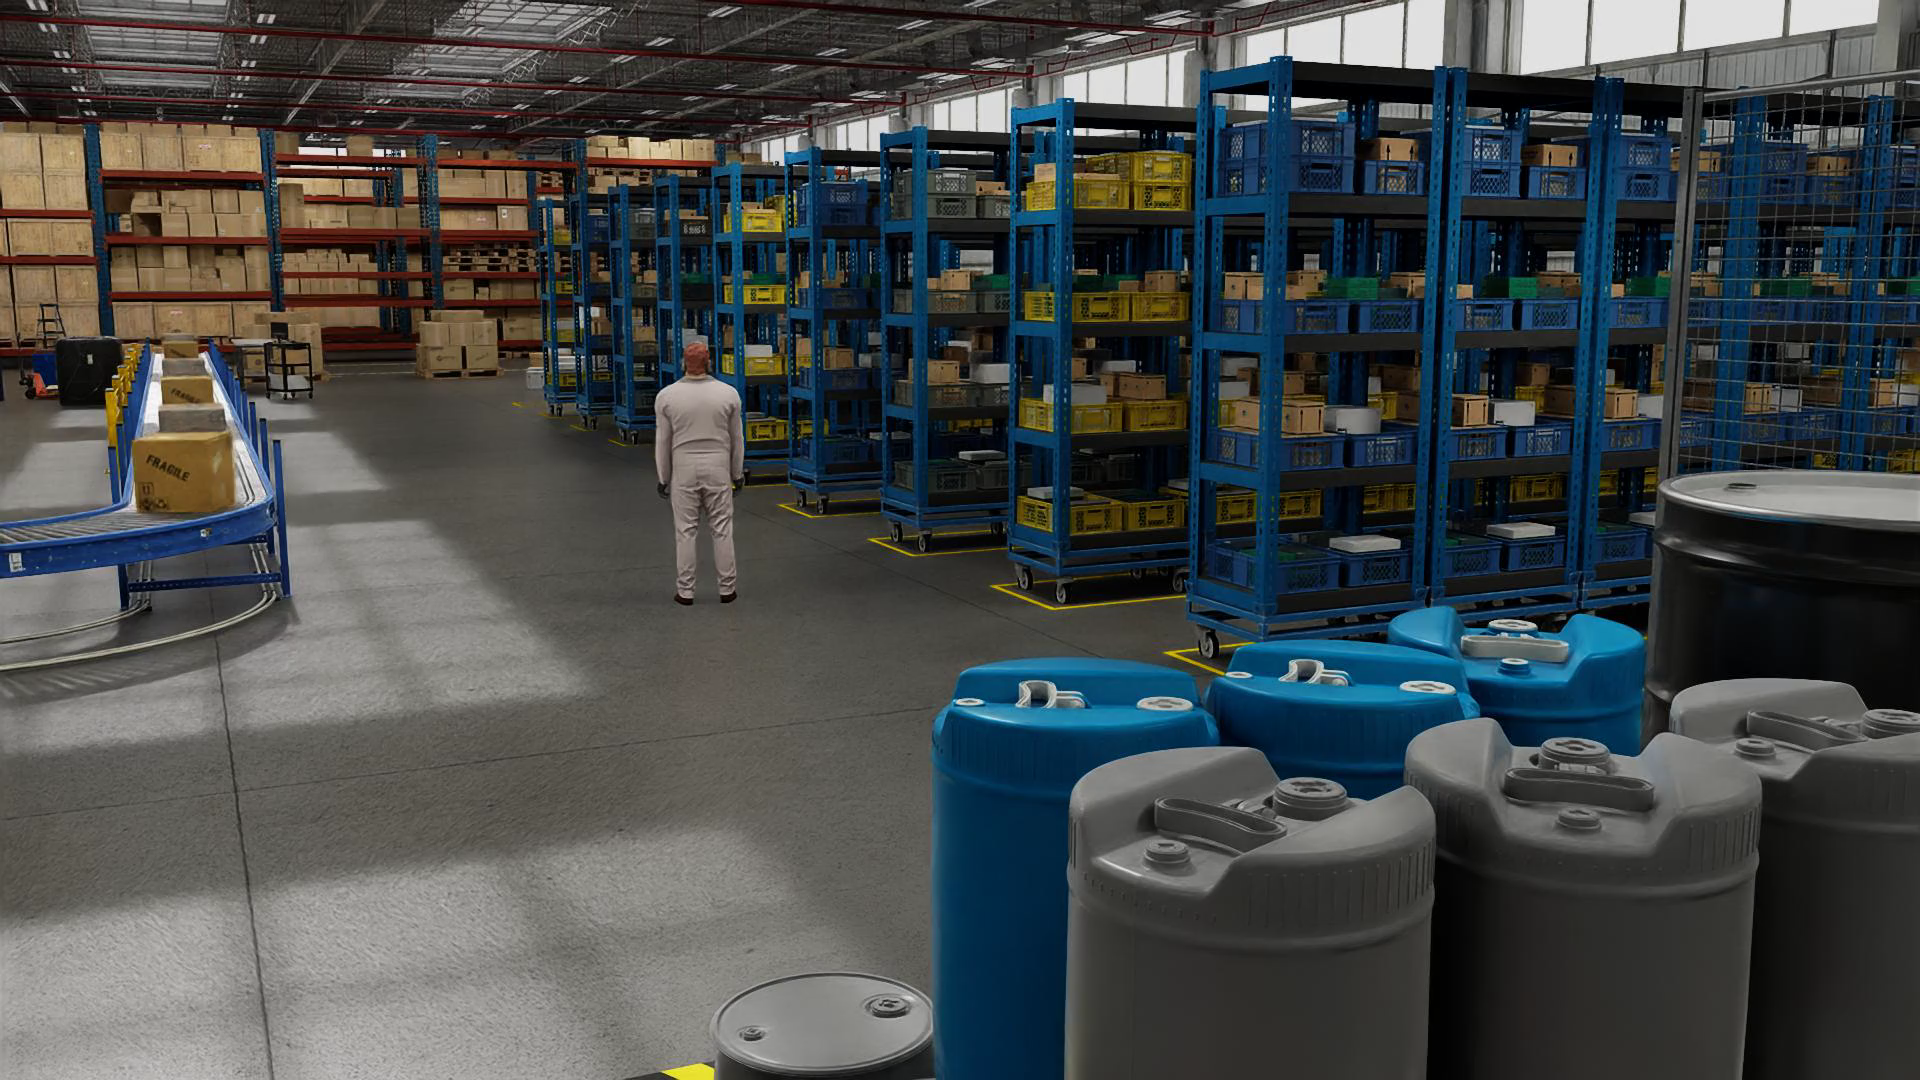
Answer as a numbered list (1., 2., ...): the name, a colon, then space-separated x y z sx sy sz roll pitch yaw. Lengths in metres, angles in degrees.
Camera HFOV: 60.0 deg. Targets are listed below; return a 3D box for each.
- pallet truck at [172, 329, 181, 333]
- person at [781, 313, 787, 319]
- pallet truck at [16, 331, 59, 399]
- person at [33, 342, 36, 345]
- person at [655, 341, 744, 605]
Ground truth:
1. pallet truck: -17.275 -3.851 35.096 1.601 1.201 0.680 0 9 1
2. person: -4.671 -5.977 45.959 0.610 1.985 0.413 -5 11 -31
3. pallet truck: -17.082 -3.353 31.781 1.630 1.274 0.653 -4 10 -25
4. person: -24.253 -5.458 43.804 0.283 1.633 0.499 8 12 41
5. person: -1.886 -0.478 12.061 0.640 1.910 0.407 -2 9 -14
